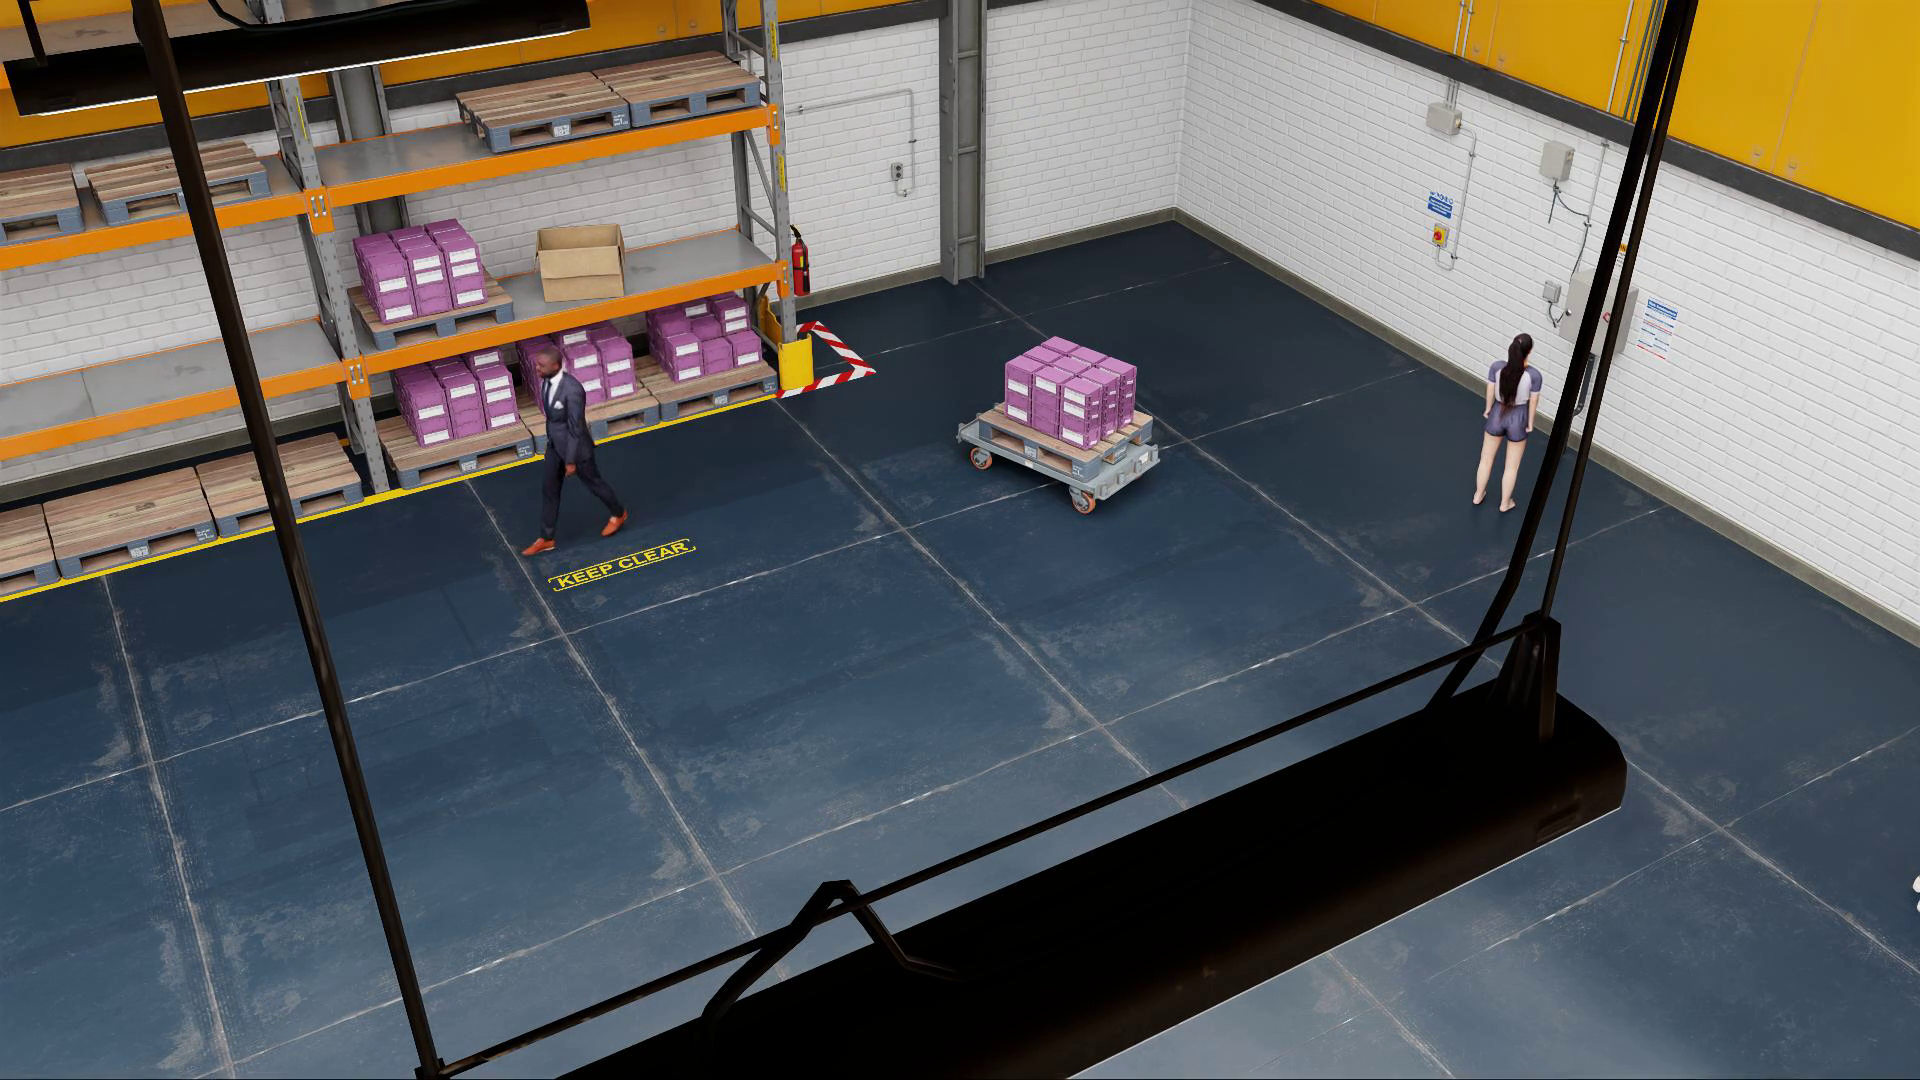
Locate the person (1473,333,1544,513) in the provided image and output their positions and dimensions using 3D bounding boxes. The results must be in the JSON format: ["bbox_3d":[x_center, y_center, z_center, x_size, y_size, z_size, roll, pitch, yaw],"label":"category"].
[{"bbox_3d":[4.631,-0.996,14.045,0.673,1.650,0.677,19,38,26],"label":"person"}]

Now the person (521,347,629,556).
[{"bbox_3d":[-3.105,-0.758,13.559,0.926,1.790,1.270,29,43,36],"label":"person"}]
